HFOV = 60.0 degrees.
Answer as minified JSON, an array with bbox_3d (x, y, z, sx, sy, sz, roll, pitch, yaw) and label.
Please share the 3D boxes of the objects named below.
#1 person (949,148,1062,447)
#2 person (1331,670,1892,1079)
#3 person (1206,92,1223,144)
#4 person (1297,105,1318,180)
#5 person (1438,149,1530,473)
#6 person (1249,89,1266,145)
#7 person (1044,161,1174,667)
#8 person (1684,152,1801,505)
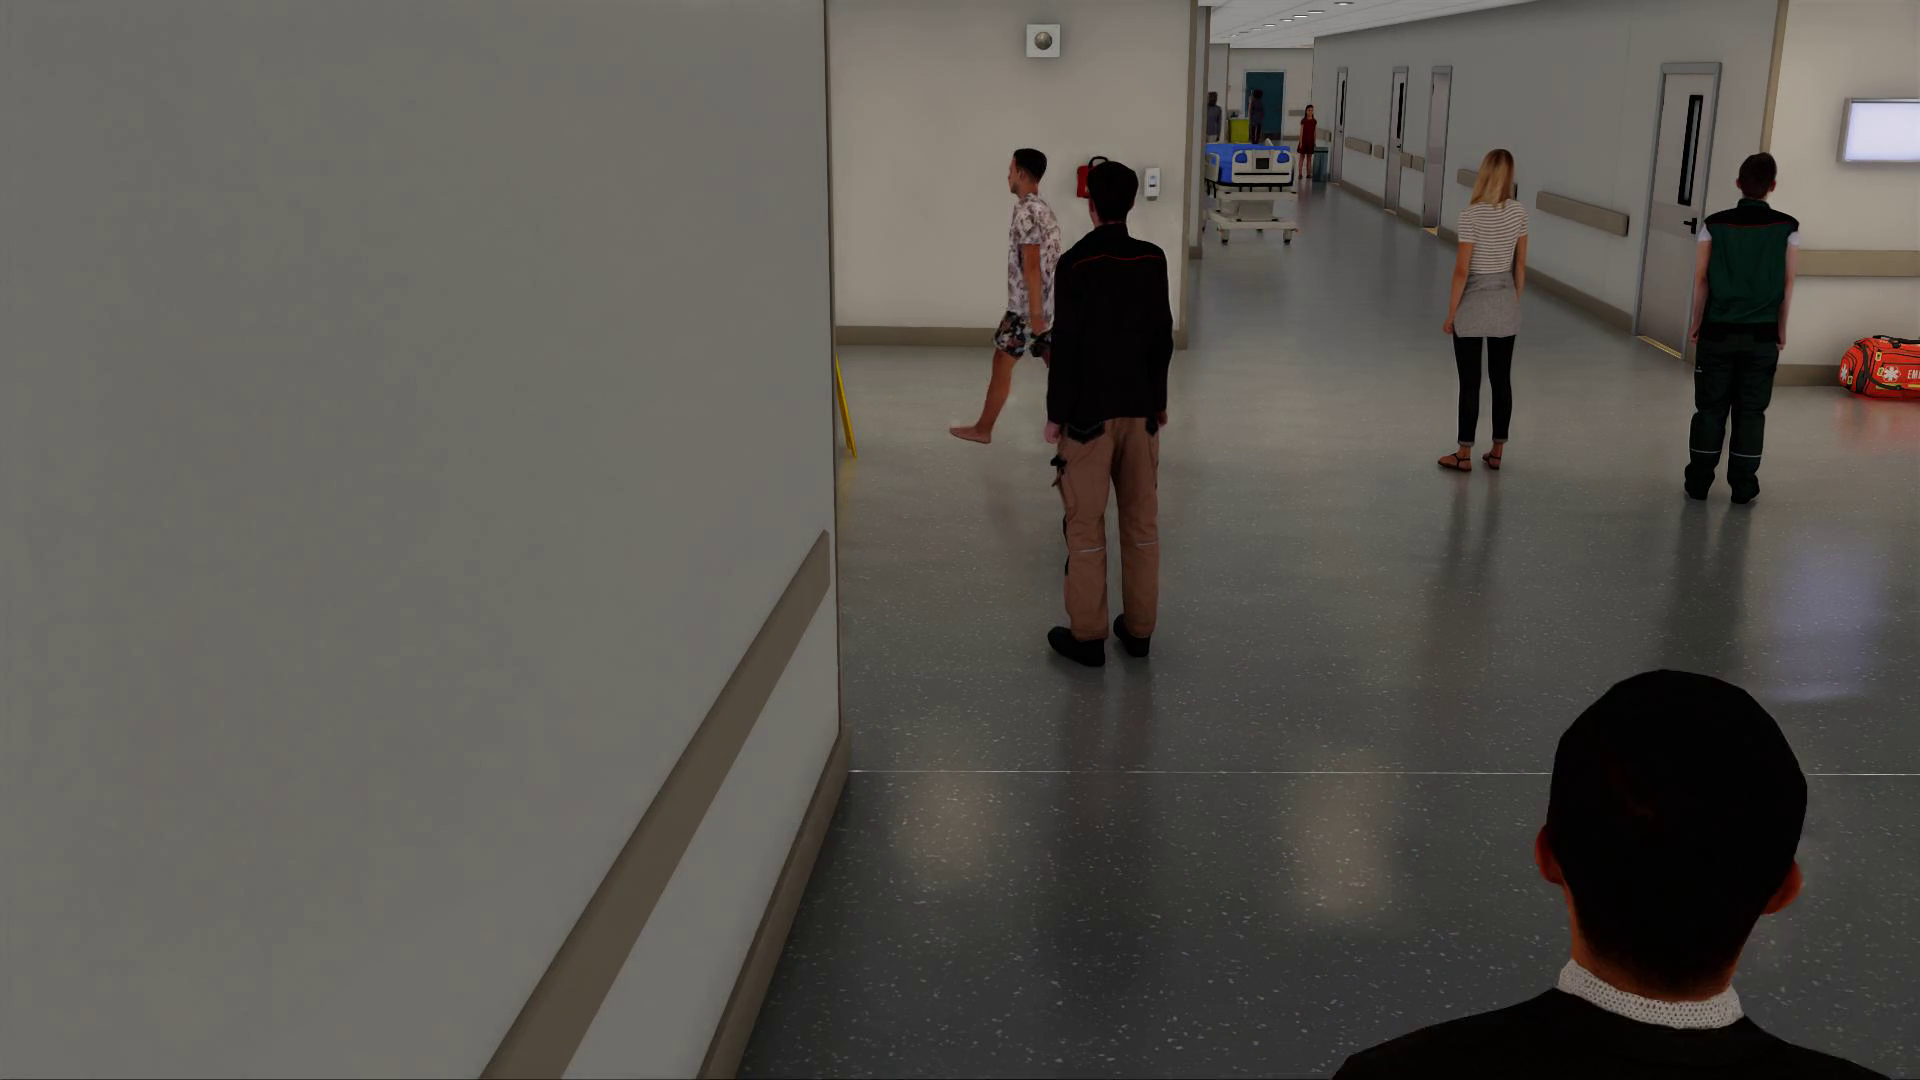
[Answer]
[{"bbox_3d":[0.539,-1.381,9.895,1.237,1.767,0.893,6,17,21],"label":"person"},{"bbox_3d":[0.534,1.000,1.400,0.661,1.794,0.798,3,16,12],"label":"person"},{"bbox_3d":[5.219,-8.514,35.127,1.126,1.805,0.740,2,16,7],"label":"person"},{"bbox_3d":[7.493,-8.594,35.861,0.612,1.553,0.678,-3,16,-10],"label":"person"},{"bbox_3d":[3.018,-1.305,9.517,0.563,1.826,0.724,-3,16,-11],"label":"person"},{"bbox_3d":[9.062,-12.833,50.691,0.986,1.673,0.685,2,16,8],"label":"person"},{"bbox_3d":[0.563,-0.475,6.395,0.721,1.924,0.852,-7,17,-24],"label":"person"},{"bbox_3d":[4.137,-1.121,8.829,0.650,1.843,0.777,7,17,24],"label":"person"}]
